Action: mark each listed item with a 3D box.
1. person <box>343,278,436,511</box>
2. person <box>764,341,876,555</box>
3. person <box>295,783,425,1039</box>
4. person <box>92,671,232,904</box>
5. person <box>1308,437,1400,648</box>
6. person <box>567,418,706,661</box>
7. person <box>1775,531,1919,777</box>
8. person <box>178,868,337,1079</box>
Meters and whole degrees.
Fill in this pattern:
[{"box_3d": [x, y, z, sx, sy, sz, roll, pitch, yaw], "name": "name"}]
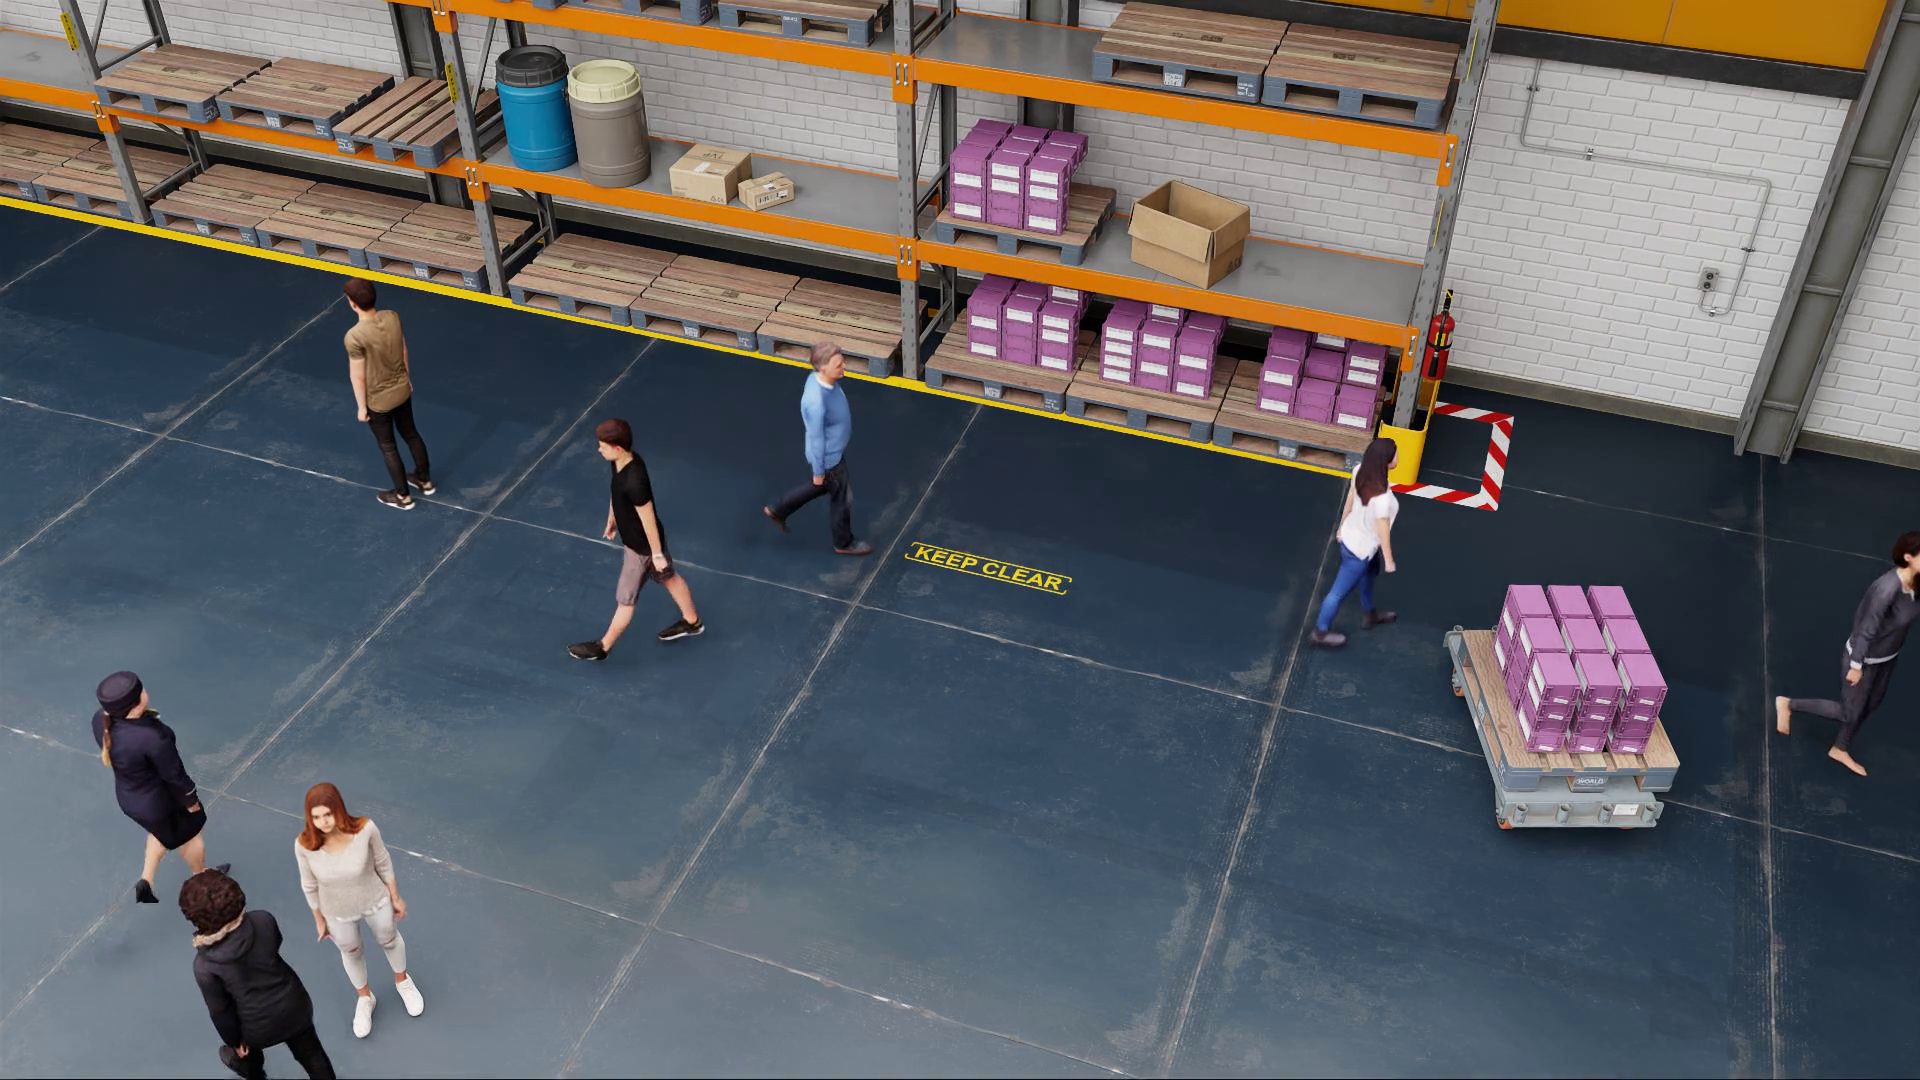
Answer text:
[{"box_3d": [-4.163, -1.063, 12.100, 0.604, 1.849, 0.687, 17, 42, 21], "name": "person"}, {"box_3d": [-1.009, -0.625, 11.600, 1.121, 1.788, 0.891, 0, 39, 0], "name": "person"}, {"box_3d": [-3.110, 1.854, 8.556, 0.686, 1.713, 0.756, -13, 41, -16], "name": "person"}, {"box_3d": [-4.469, 1.428, 9.132, 0.751, 1.660, 0.799, 17, 42, 21], "name": "person"}, {"box_3d": [2.516, 0.068, 10.835, 0.986, 1.660, 0.824, -2, 39, -3], "name": "person"}, {"box_3d": [-1.975, -0.017, 10.816, 1.250, 1.816, 1.141, -14, 41, -16], "name": "person"}, {"box_3d": [5.417, 0.648, 10.030, 0.875, 1.758, 0.988, -26, 45, -28], "name": "person"}, {"box_3d": [-3.280, 2.287, 8.001, 1.124, 1.728, 0.839, 26, 45, 29], "name": "person"}]
